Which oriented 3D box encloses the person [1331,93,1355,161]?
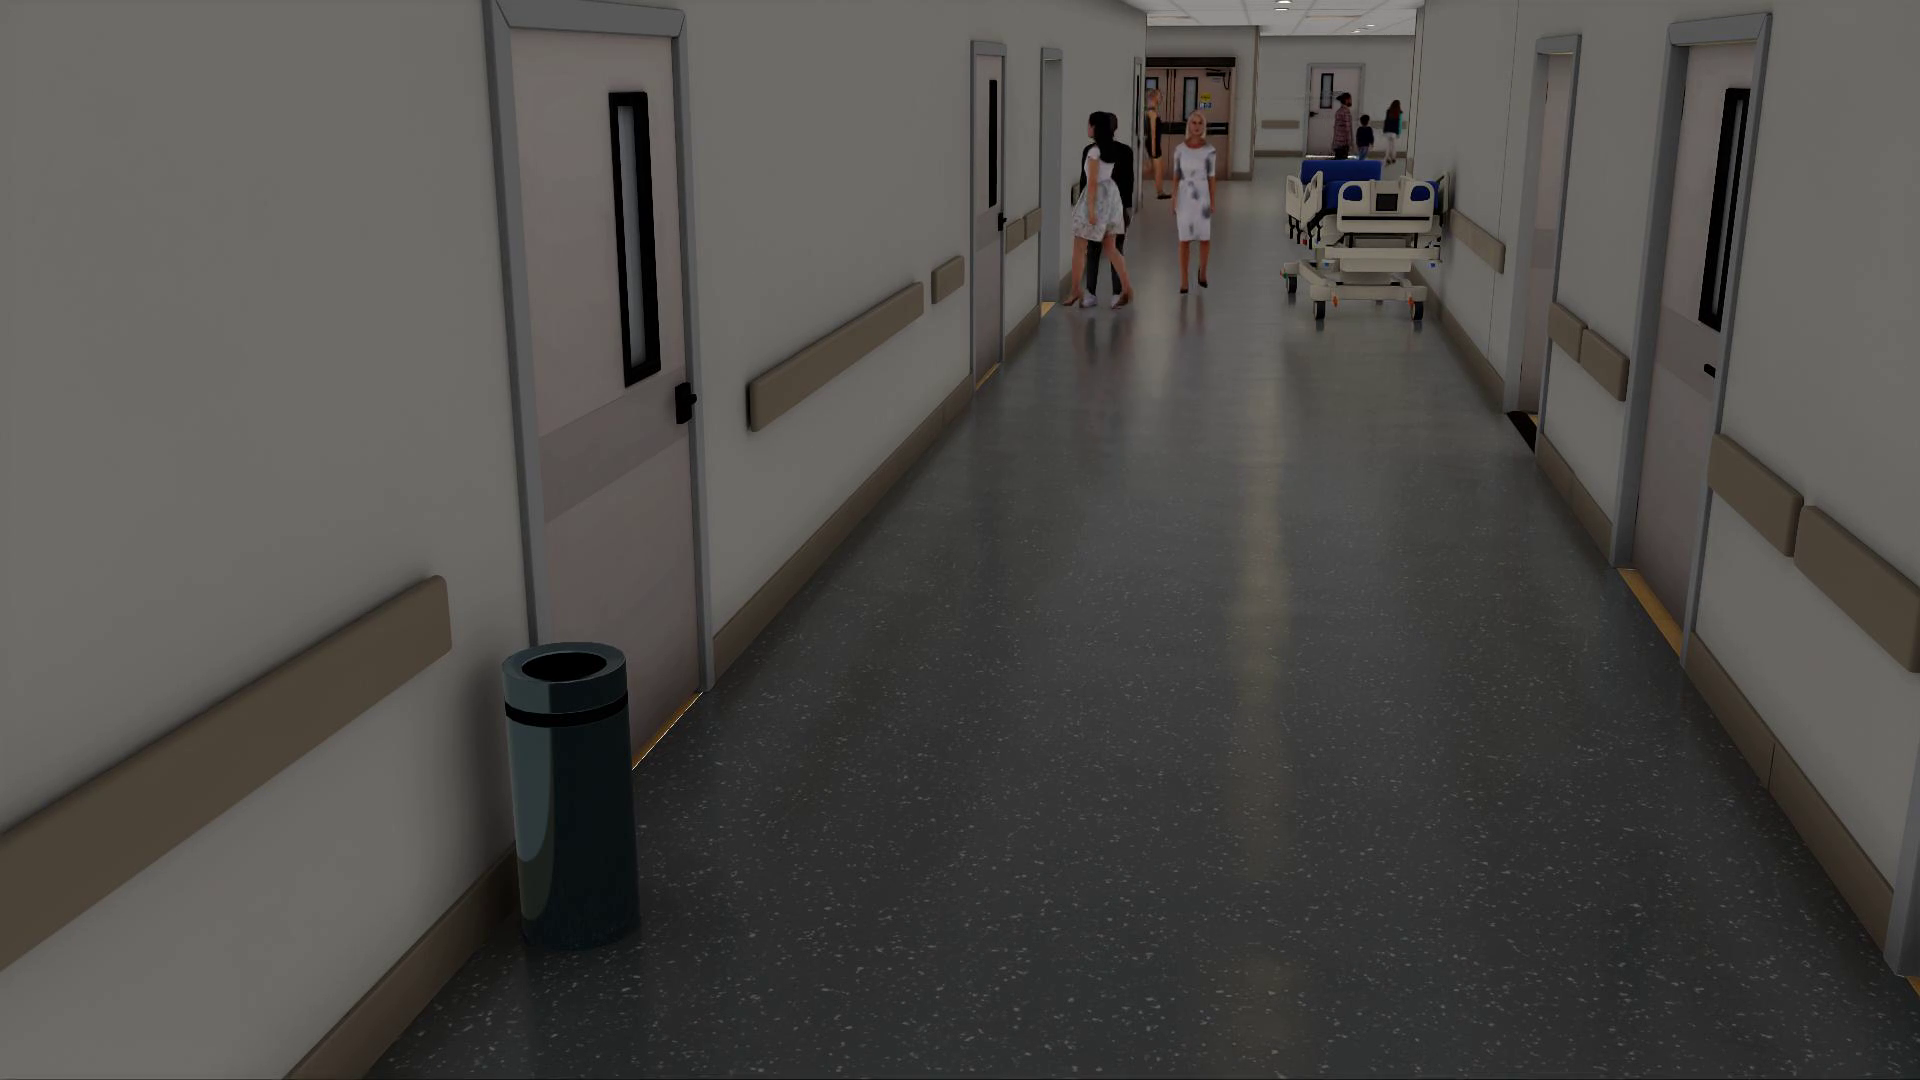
[{"bbox_3d":[6.609,-6.905,29.098,1.217,1.731,0.902,-1,16,-4],"label":"person"}]

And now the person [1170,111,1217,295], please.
[{"bbox_3d":[2.282,-3.318,16.357,0.542,1.741,0.631,2,16,9],"label":"person"}]

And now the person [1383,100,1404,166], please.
[{"bbox_3d":[9.912,-9.344,38.267,0.983,1.450,0.809,8,18,27],"label":"person"}]

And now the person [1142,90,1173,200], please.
[{"bbox_3d":[3.196,-6.684,28.186,0.989,1.801,0.736,1,16,2],"label":"person"}]

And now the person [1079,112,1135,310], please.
[{"bbox_3d":[1.346,-3.015,15.246,0.525,1.762,0.732,5,16,17],"label":"person"}]

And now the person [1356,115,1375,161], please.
[{"bbox_3d":[8.715,-8.544,35.884,0.847,1.203,0.757,9,18,29],"label":"person"}]

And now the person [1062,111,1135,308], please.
[{"bbox_3d":[1.336,-2.946,15.034,1.061,1.744,0.899,12,20,36],"label":"person"}]
